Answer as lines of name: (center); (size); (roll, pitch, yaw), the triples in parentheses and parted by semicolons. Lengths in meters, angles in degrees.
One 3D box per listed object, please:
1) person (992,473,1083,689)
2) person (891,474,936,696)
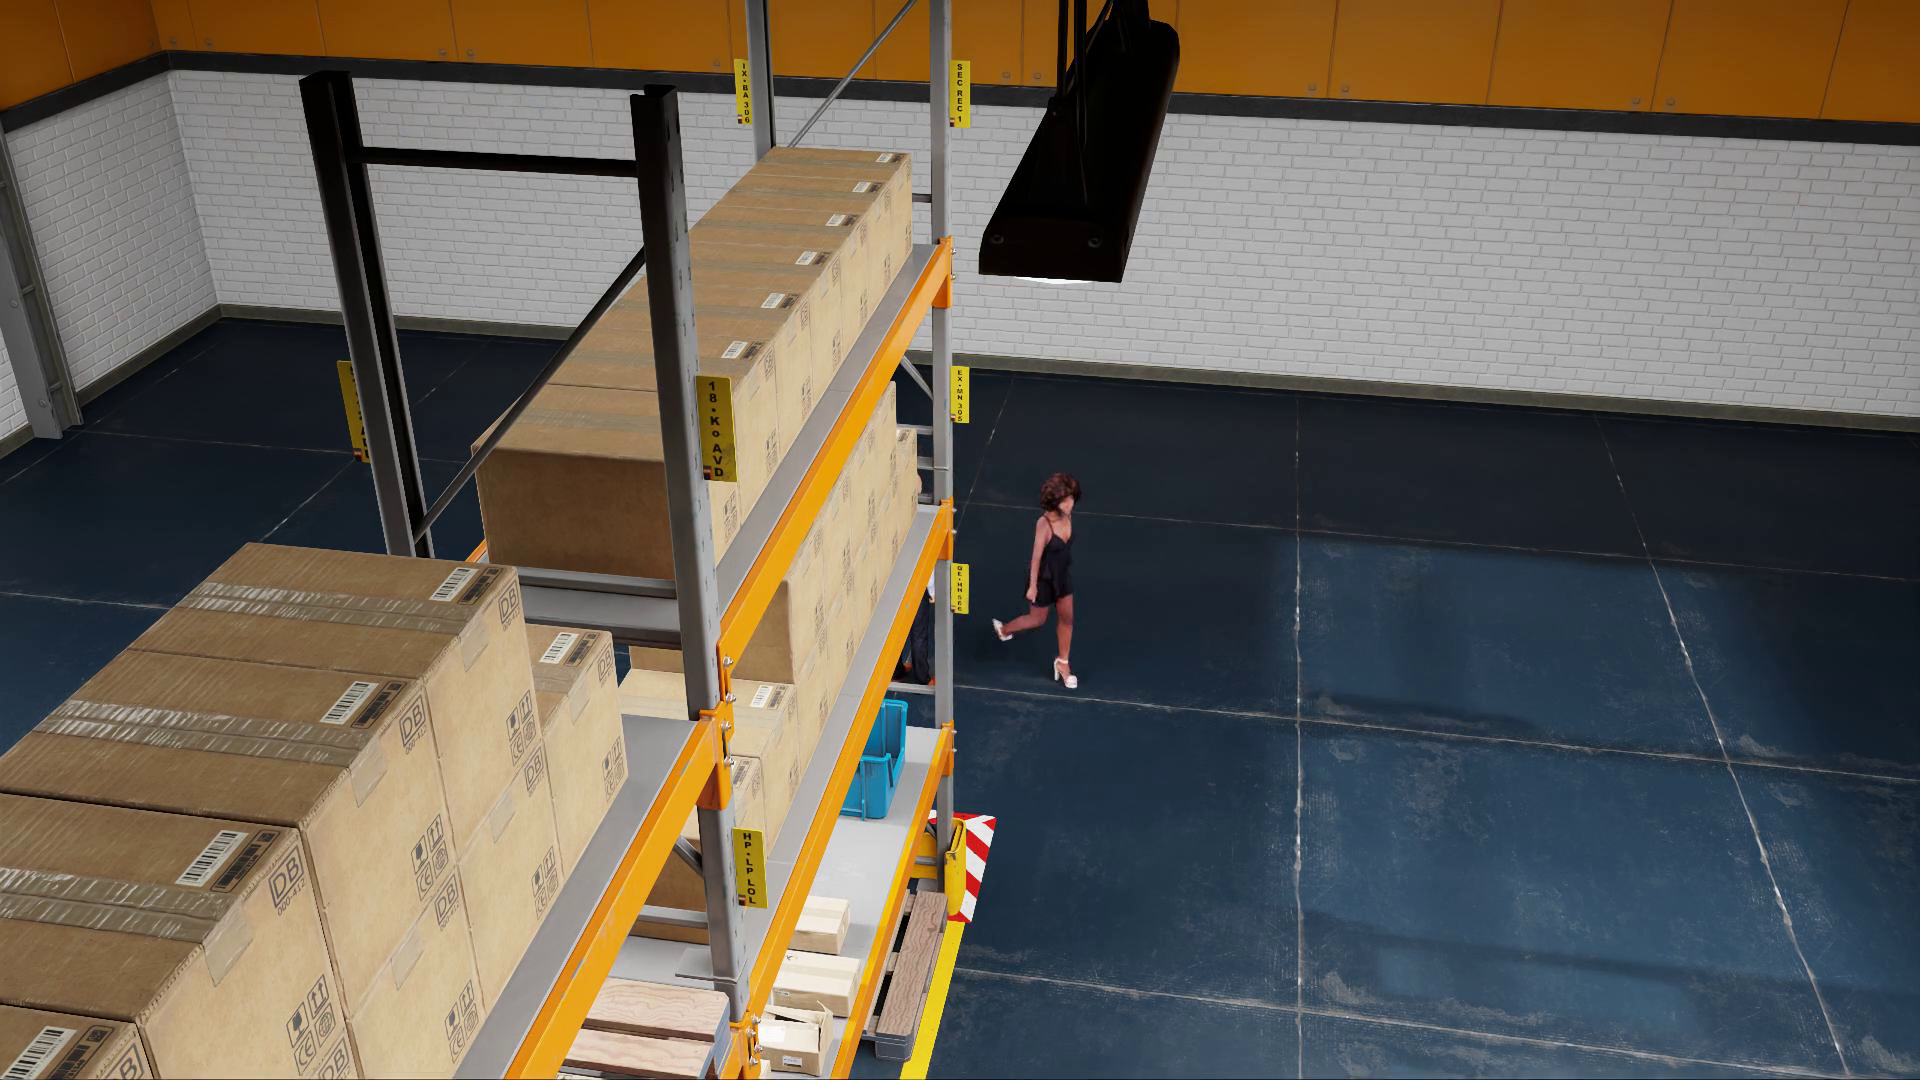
person: (0.595, 0.278, 12.329); (1.014, 1.757, 1.059); (21, 35, 33)
person: (-0.376, 0.309, 12.235); (0.717, 1.792, 0.703); (17, 33, 28)
